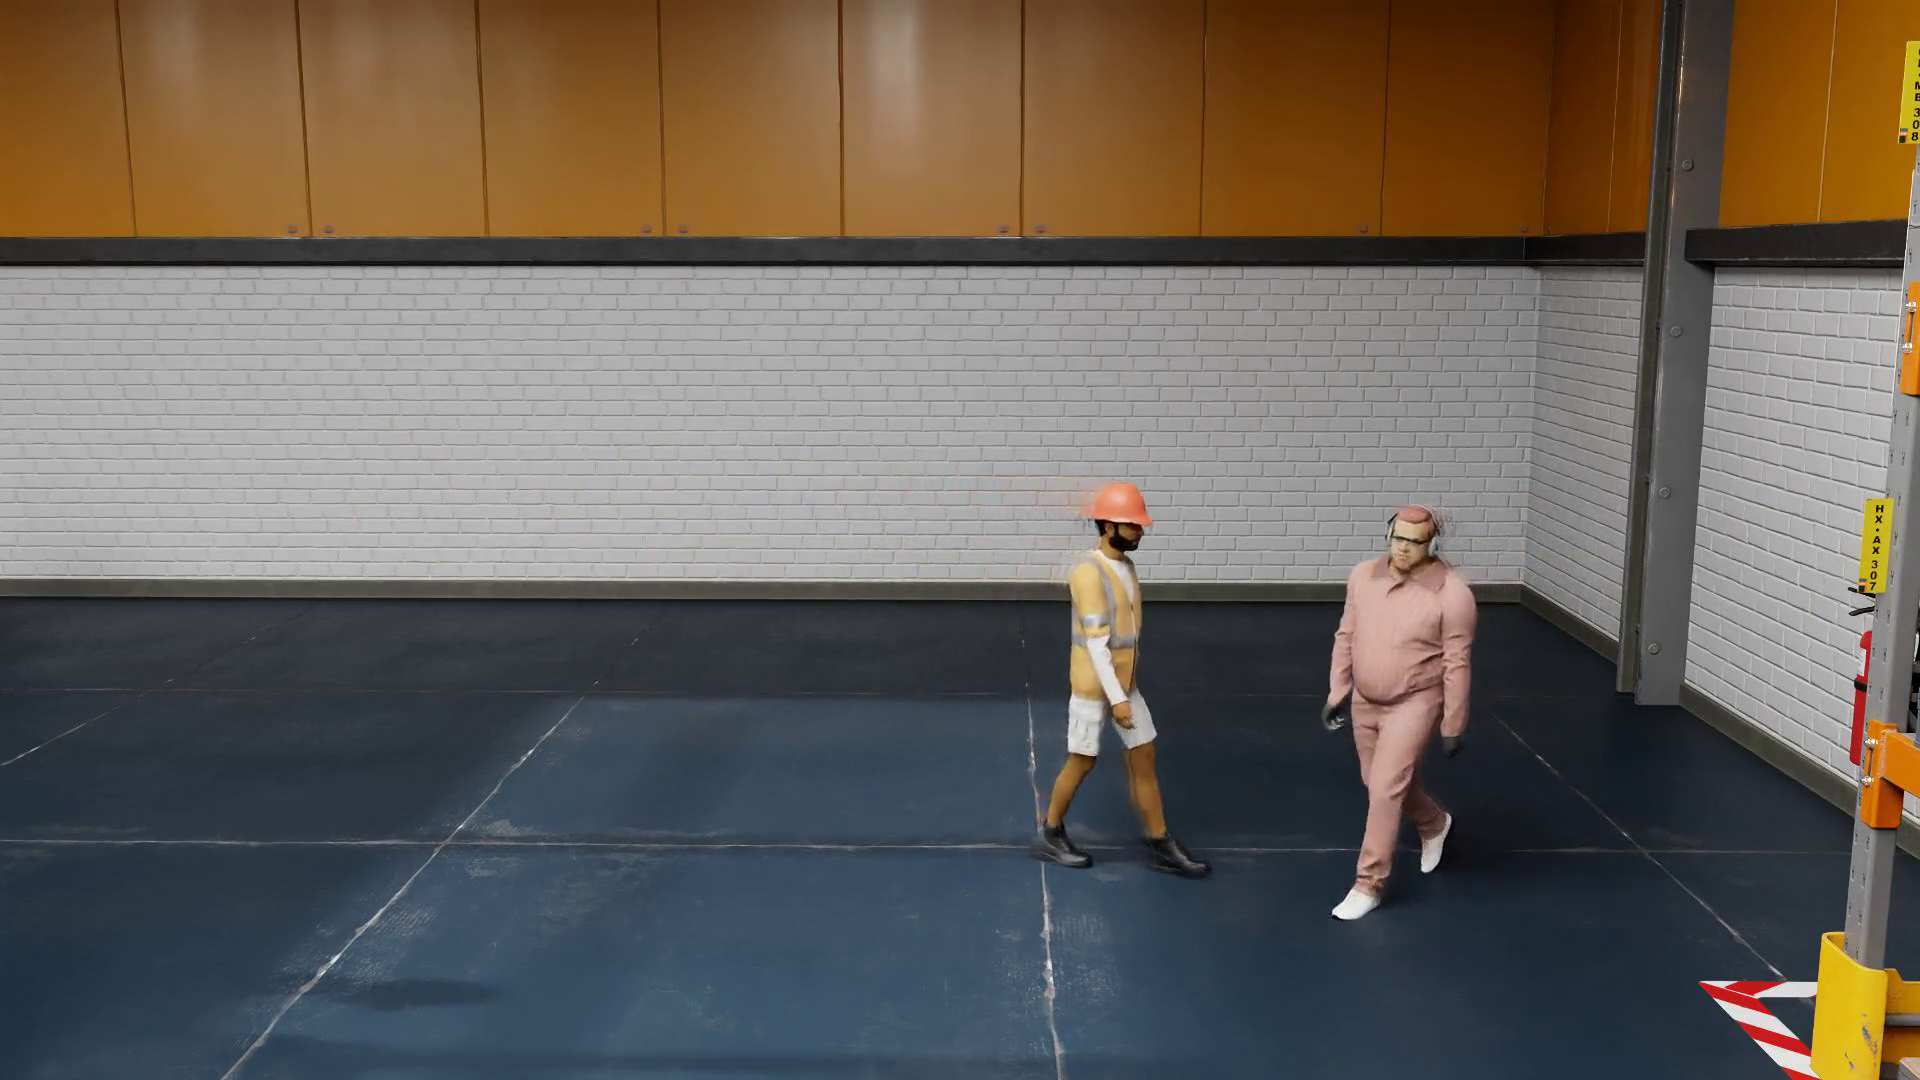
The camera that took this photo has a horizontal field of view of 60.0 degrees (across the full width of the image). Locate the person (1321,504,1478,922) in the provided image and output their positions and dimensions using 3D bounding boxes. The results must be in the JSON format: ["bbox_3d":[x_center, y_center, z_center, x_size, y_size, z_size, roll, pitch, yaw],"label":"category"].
[{"bbox_3d":[2.033,0.739,7.566,0.889,1.871,0.644,-7,12,-36],"label":"person"}]

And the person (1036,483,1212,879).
[{"bbox_3d":[0.751,0.674,7.891,0.860,1.899,0.551,6,11,33],"label":"person"}]
